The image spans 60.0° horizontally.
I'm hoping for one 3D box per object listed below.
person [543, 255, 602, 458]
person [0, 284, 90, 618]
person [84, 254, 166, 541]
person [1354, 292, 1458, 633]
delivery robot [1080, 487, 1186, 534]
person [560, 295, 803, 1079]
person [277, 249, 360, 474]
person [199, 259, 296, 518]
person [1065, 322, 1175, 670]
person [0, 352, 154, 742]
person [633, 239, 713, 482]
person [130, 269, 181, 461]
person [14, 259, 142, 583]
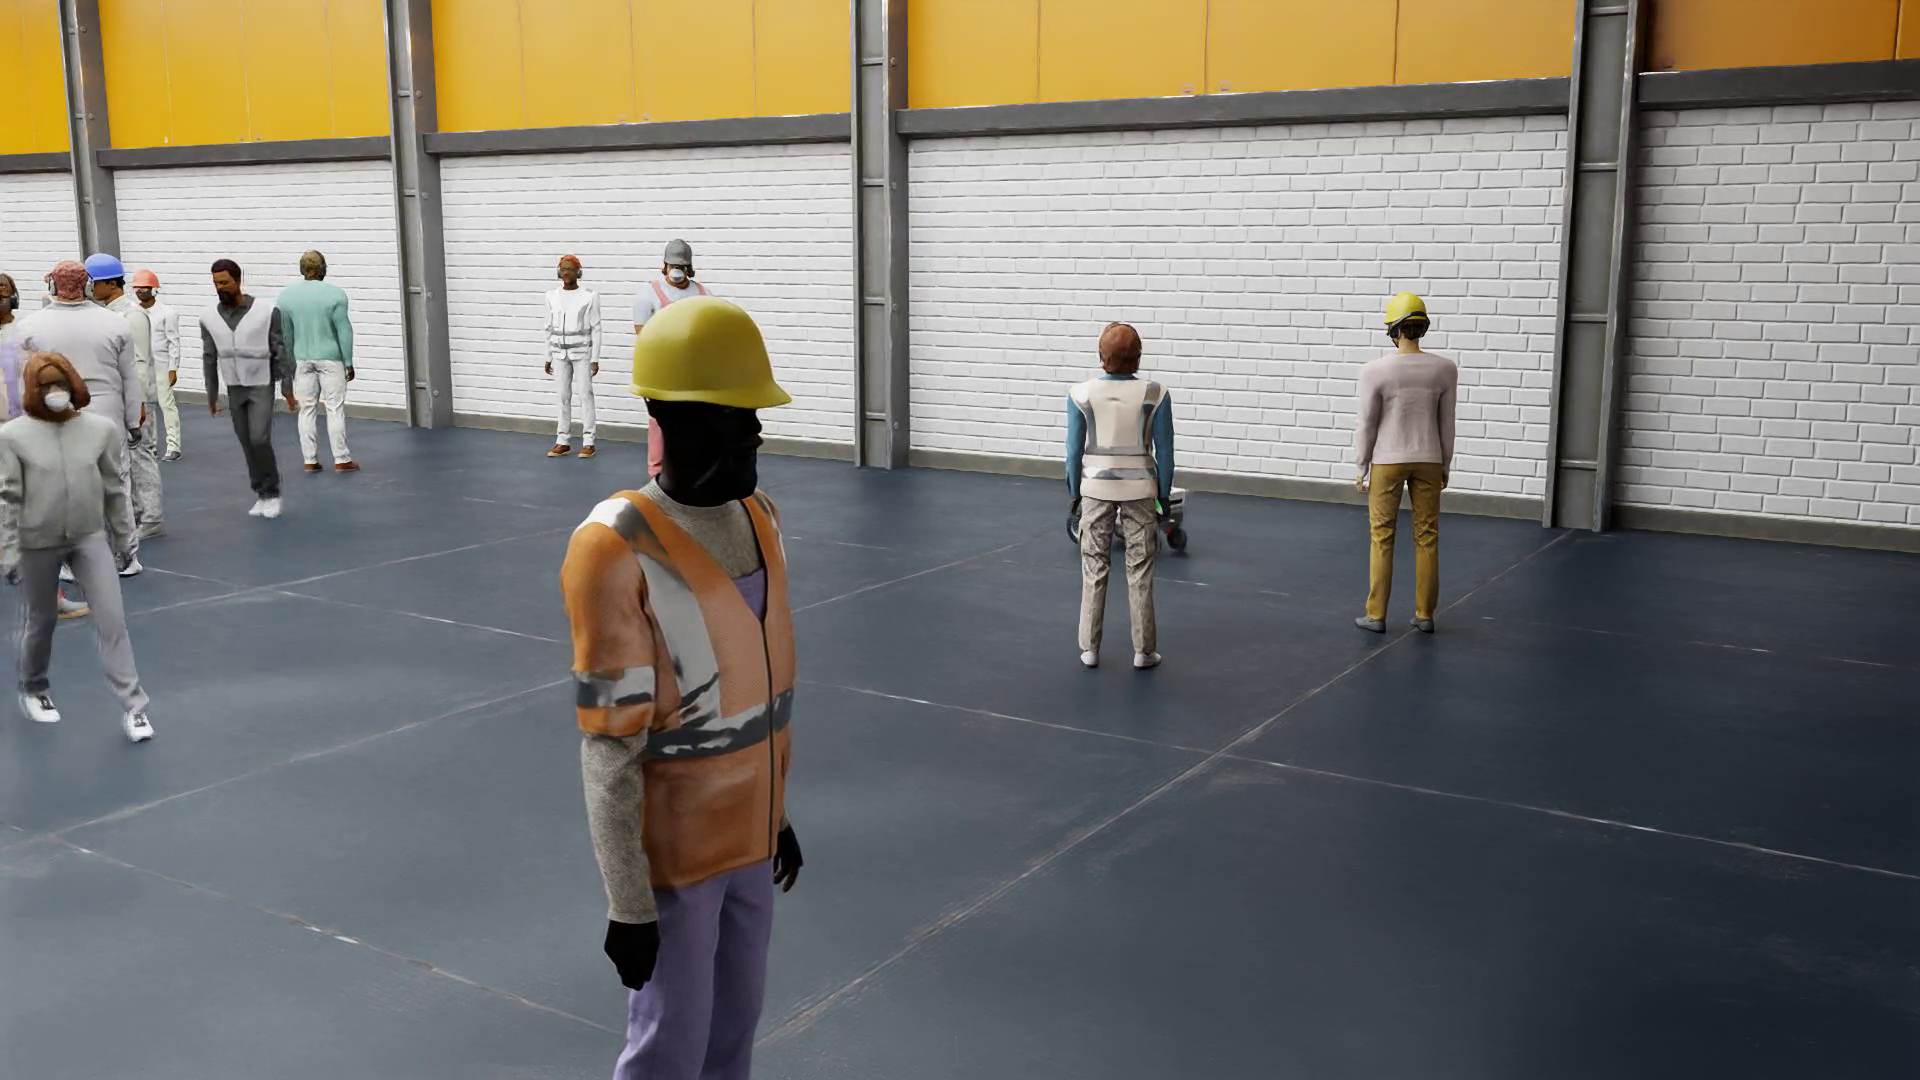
[{"bbox_3d":[-3.618,-1.705,15.510,0.574,1.885,0.356,2,11,13],"label":"person"},{"bbox_3d":[-5.216,-0.506,8.690,0.988,1.955,0.612,-1,10,-5],"label":"person"},{"bbox_3d":[-5.670,-0.961,11.267,0.618,1.933,0.420,9,13,40],"label":"person"},{"bbox_3d":[2.280,-0.388,8.570,0.524,1.761,0.339,-1,10,-4],"label":"person"},{"bbox_3d":[1.130,-0.258,10.916,0.477,0.478,0.707,-10,14,-44],"label":"delivery robot"},{"bbox_3d":[-0.454,0.529,3.013,0.369,1.925,0.594,4,11,21],"label":"person"},{"bbox_3d":[-5.552,-1.534,14.414,0.627,1.940,0.371,1,10,3],"label":"person"},{"bbox_3d":[-5.189,-1.095,12.123,0.615,1.883,0.559,1,10,5],"label":"person"},{"bbox_3d":[0.749,-0.198,7.825,0.514,1.645,0.309,2,10,12],"label":"person"},{"bbox_3d":[-3.661,0.020,6.816,0.518,1.578,0.832,-9,14,-41],"label":"person"},{"bbox_3d":[-2.203,-1.363,13.180,0.681,2.000,0.536,-7,12,-32],"label":"person"},{"bbox_3d":[-7.426,-1.599,15.273,0.563,1.756,0.319,2,10,12],"label":"person"},{"bbox_3d":[-5.205,-0.700,9.882,0.644,1.908,0.408,-6,12,-30],"label":"person"}]
